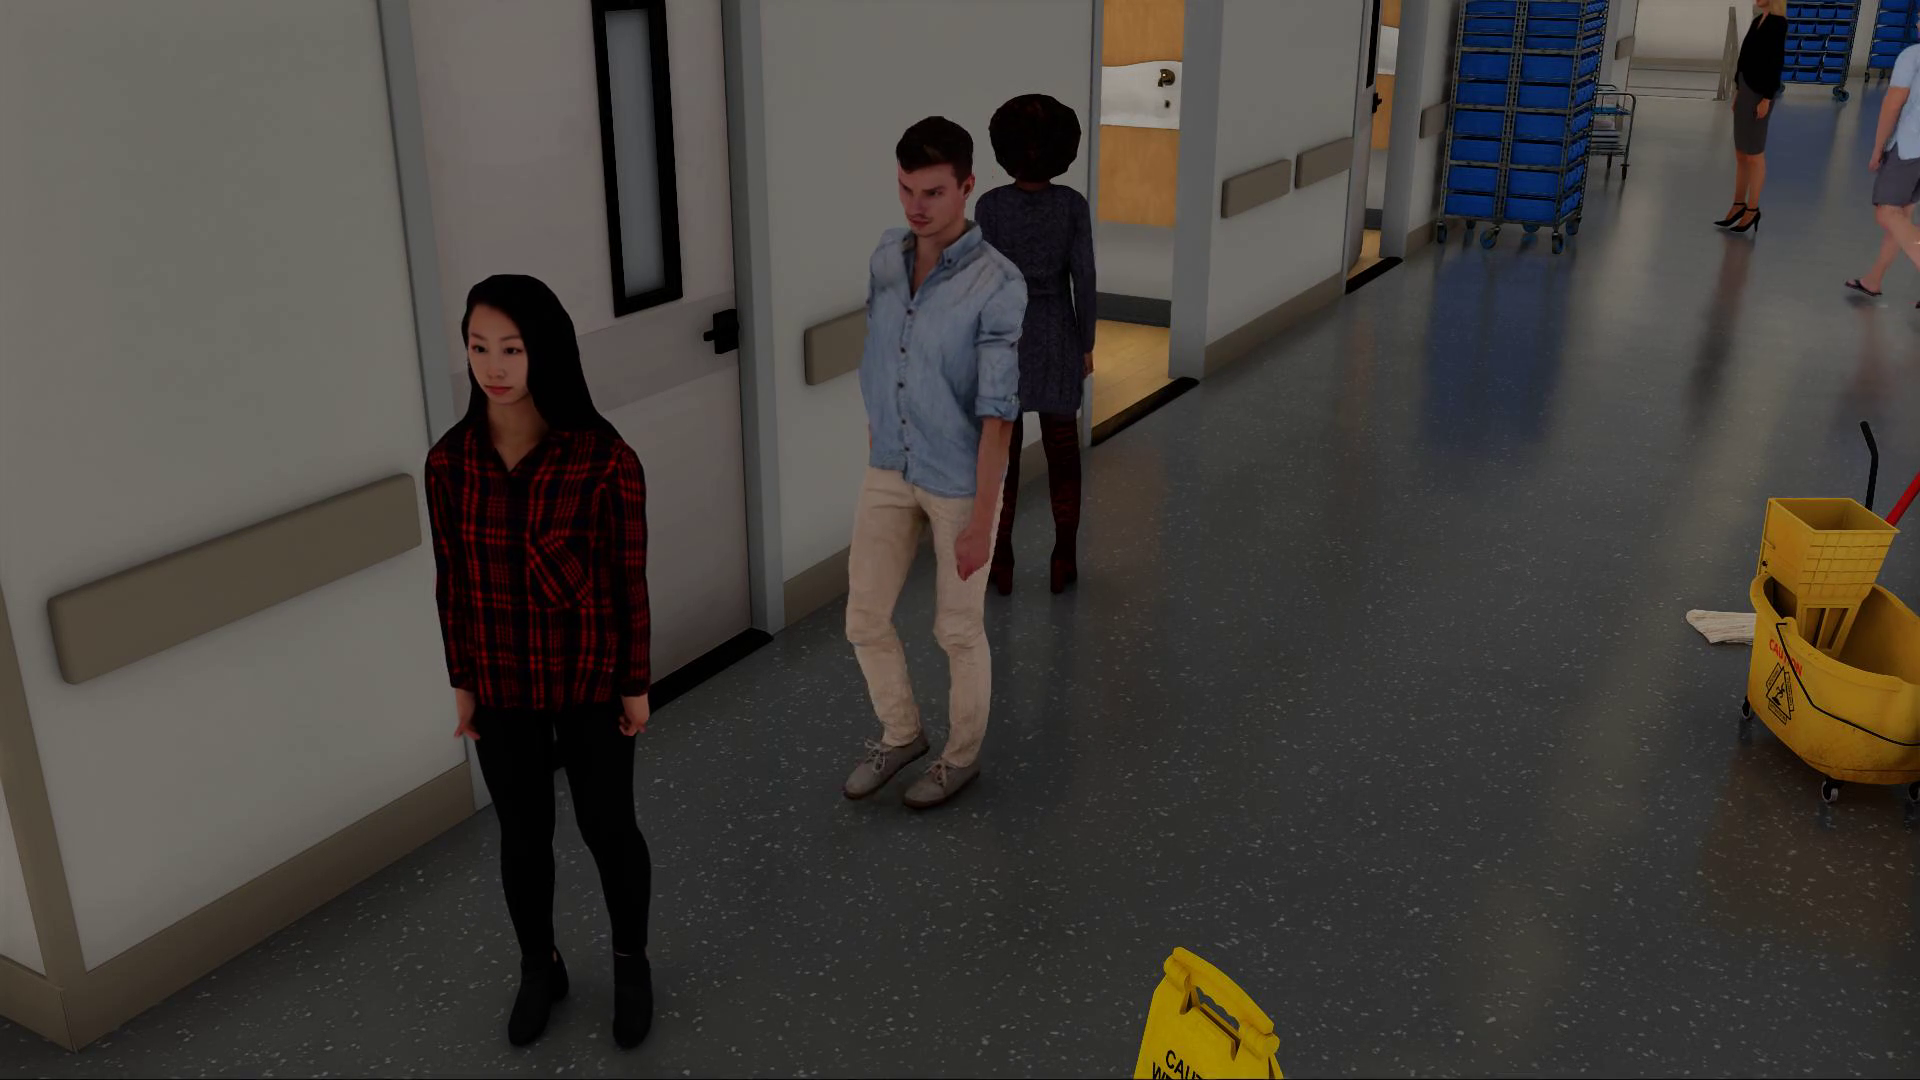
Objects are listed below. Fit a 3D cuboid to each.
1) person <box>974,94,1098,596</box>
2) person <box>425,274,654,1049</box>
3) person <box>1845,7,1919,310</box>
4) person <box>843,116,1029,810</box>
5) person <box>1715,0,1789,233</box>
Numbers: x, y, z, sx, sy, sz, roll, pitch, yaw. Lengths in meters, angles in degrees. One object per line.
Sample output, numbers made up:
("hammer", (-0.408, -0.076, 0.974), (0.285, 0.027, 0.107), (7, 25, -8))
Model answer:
("person", (0.243, -0.648, 5.704), (0.663, 1.710, 0.662), (1, 21, 1))
("person", (-0.820, 0.275, 3.352), (0.657, 1.649, 0.658), (1, 21, 3))
("person", (5.726, -2.281, 9.875), (1.133, 1.809, 1.201), (-5, 21, -14))
("person", (0.005, -0.159, 4.254), (0.712, 1.823, 0.678), (19, 28, 41))
("person", (5.882, -3.212, 12.287), (0.761, 1.841, 0.654), (0, 21, -1))
